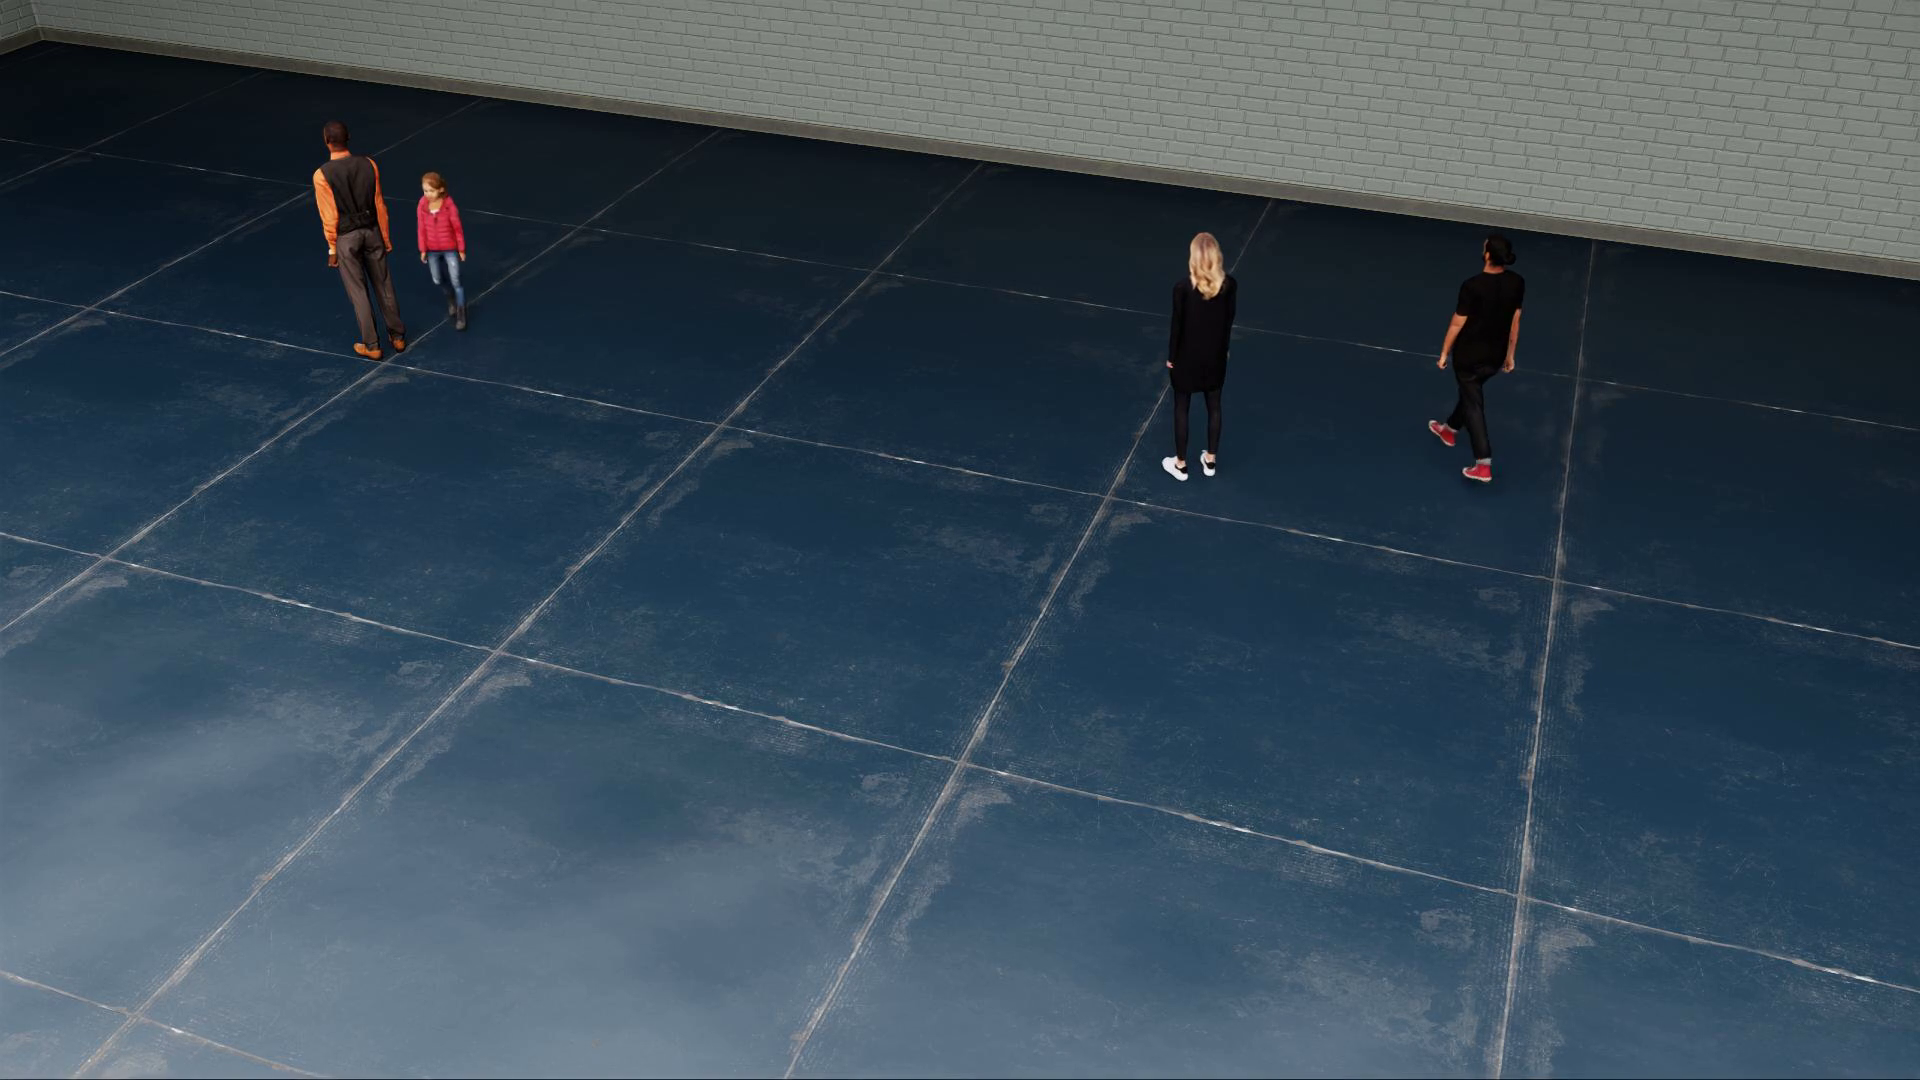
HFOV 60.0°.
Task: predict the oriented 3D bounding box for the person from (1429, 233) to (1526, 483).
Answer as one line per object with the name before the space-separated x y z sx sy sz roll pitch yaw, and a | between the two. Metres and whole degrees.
person | 3.610 -1.224 11.433 1.084 1.725 1.217 -10 34 -15

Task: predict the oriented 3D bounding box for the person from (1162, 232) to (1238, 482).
person | 1.639 -1.247 11.399 0.675 1.800 0.692 -8 34 -12

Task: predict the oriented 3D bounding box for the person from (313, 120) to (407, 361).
person | -4.689 -2.335 12.974 0.719 1.908 0.852 -27 42 -35

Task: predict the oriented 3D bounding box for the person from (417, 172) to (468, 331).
person | -4.230 -2.403 13.629 0.626 1.307 0.777 1 33 2
